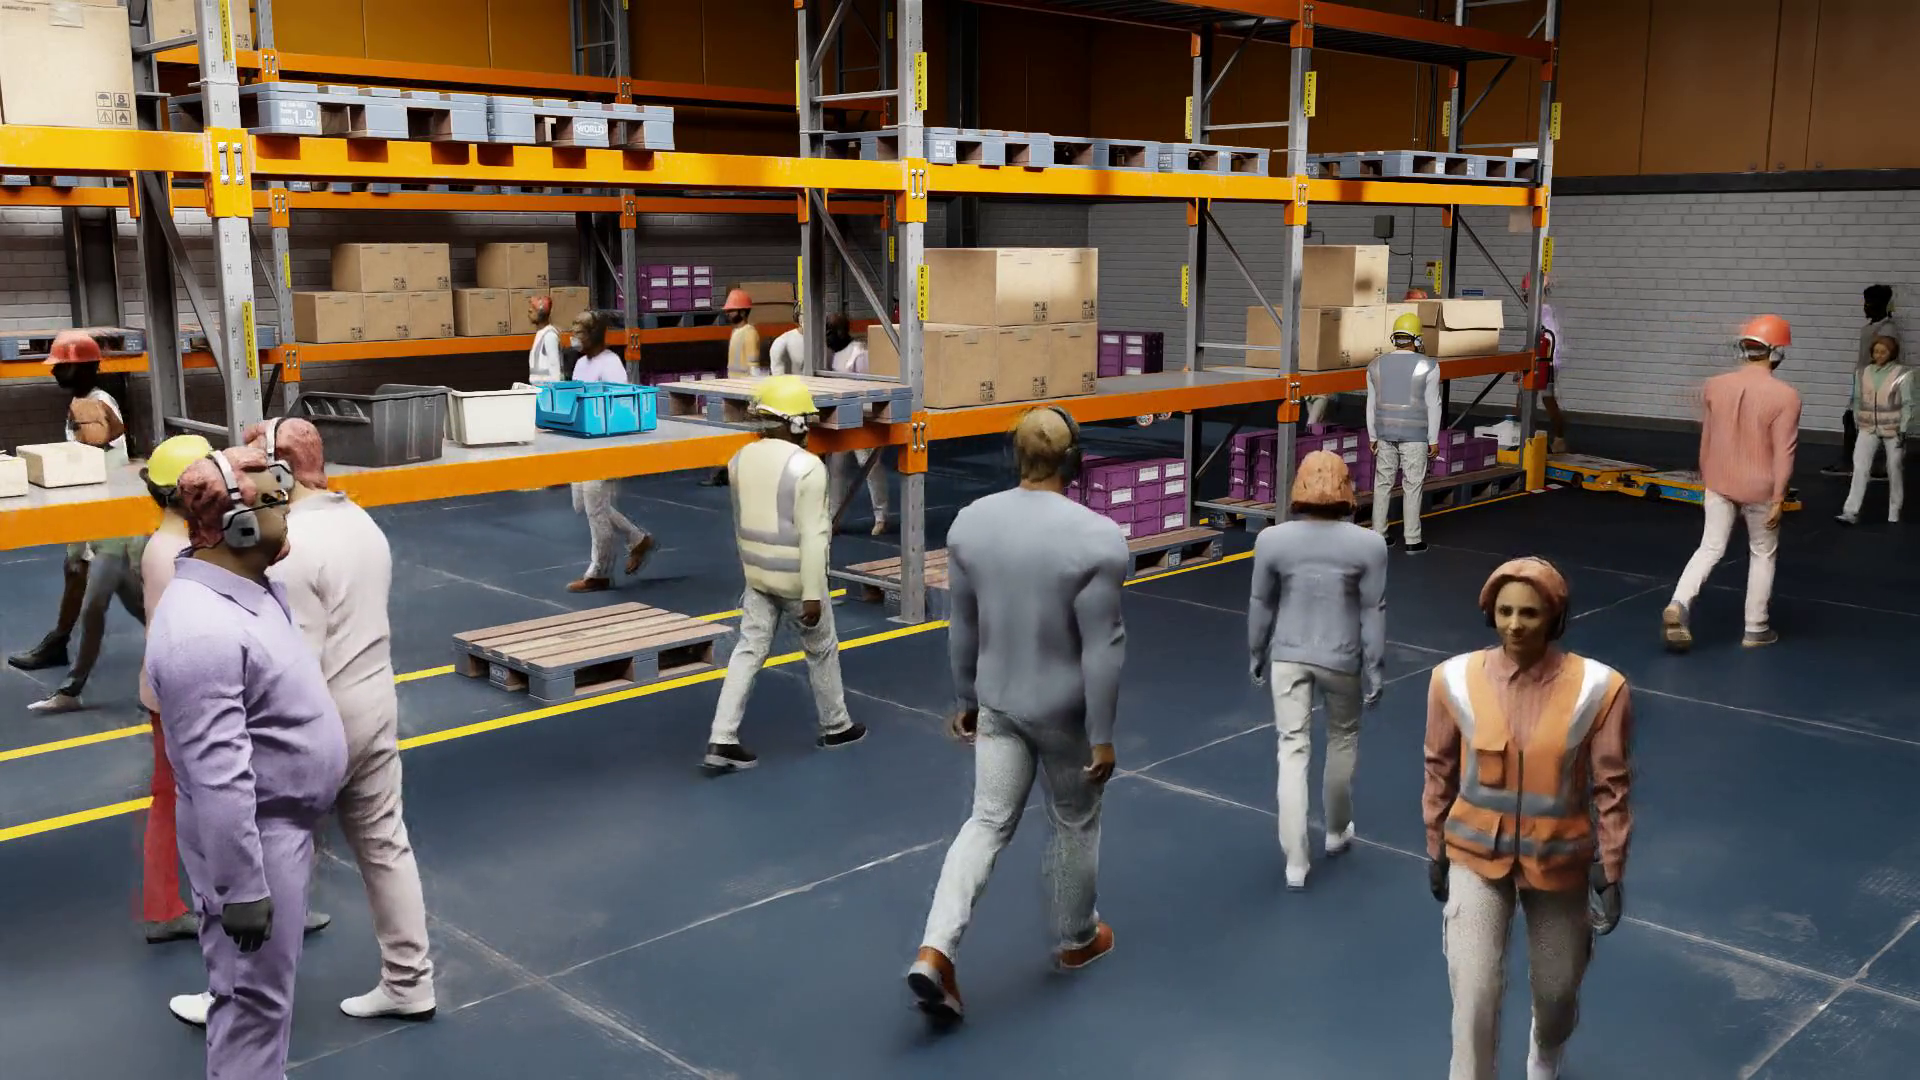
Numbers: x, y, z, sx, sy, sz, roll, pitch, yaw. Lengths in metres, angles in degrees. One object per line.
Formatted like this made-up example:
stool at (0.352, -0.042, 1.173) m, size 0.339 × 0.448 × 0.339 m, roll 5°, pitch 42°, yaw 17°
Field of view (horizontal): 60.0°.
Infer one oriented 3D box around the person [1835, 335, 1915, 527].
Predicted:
person at (7.631, -0.898, 13.769) m, size 0.895 × 1.581 × 0.528 m, roll -8°, pitch 13°, yaw -37°

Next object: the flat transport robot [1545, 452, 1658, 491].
flat transport robot at (6.045, -0.675, 16.155) m, size 0.652 × 0.197 × 1.431 m, roll -3°, pitch 11°, yaw -18°

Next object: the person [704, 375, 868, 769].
person at (-0.823, 0.146, 7.545) m, size 0.607 × 1.792 × 0.915 m, roll 8°, pitch 13°, yaw 38°

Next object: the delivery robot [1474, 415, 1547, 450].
delivery robot at (5.676, -1.052, 17.180) m, size 0.477 × 0.478 × 0.707 m, roll -8°, pitch 13°, yaw -37°

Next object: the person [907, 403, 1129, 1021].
person at (0.194, 0.529, 5.154) m, size 0.636 × 1.908 × 0.940 m, roll 7°, pitch 12°, yaw 32°

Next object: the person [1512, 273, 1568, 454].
person at (6.252, -1.930, 18.294) m, size 1.024 × 1.989 × 0.627 m, roll 4°, pitch 11°, yaw 19°

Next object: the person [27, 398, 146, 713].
person at (-4.393, 0.054, 8.588) m, size 0.871 × 1.587 × 0.519 m, roll -10°, pitch 14°, yaw -43°

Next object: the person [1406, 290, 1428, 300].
person at (4.598, -1.629, 17.073) m, size 0.497 × 1.851 × 0.612 m, roll -4°, pitch 11°, yaw -23°

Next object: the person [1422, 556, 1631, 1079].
person at (1.465, 0.818, 4.334) m, size 0.514 × 1.617 × 0.724 m, roll 4°, pitch 11°, yaw 22°

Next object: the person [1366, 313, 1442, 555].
person at (3.366, -0.803, 12.625) m, size 0.587 × 1.827 × 0.403 m, roll 9°, pitch 14°, yaw 40°

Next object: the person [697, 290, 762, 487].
person at (-2.046, -1.465, 16.053) m, size 0.977 × 1.902 × 0.556 m, roll -4°, pitch 11°, yaw -19°

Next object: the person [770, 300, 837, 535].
person at (-1.205, -0.966, 13.221) m, size 0.637 × 1.941 × 0.416 m, roll -8°, pitch 13°, yaw -39°

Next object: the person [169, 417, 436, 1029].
person at (-2.020, 0.564, 5.025) m, size 0.877 × 1.865 × 0.677 m, roll 1°, pitch 10°, yaw 6°

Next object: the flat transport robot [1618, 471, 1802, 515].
flat transport robot at (6.686, -0.441, 14.877) m, size 0.652 × 0.197 × 1.431 m, roll -5°, pitch 11°, yaw -25°

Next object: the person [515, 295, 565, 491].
person at (-3.823, -1.391, 15.744) m, size 0.803 × 1.858 × 0.580 m, roll -3°, pitch 11°, yaw -15°

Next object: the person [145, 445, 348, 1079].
person at (-1.690, 0.726, 4.035) m, size 0.410 × 1.913 × 0.651 m, roll -3°, pitch 11°, yaw -16°

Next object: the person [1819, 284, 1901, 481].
person at (8.887, -1.535, 16.314) m, size 0.810 × 1.927 × 0.611 m, roll 3°, pitch 11°, yaw 14°

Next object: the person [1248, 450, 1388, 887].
person at (1.357, 0.455, 6.315) m, size 0.519 × 1.600 × 0.751 m, roll 4°, pitch 11°, yaw 19°

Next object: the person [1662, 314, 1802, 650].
person at (4.464, -0.313, 9.569) m, size 0.880 × 1.966 × 0.614 m, roll -8°, pitch 13°, yaw -36°

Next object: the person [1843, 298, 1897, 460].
person at (9.847, -1.748, 17.961) m, size 0.347 × 1.761 × 0.526 m, roll 2°, pitch 11°, yaw 11°

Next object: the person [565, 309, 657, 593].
person at (-2.397, -0.603, 11.277) m, size 0.598 × 1.922 × 0.630 m, roll -7°, pitch 12°, yaw -33°

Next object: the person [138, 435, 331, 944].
person at (-2.478, 0.513, 5.629) m, size 0.711 × 1.741 × 0.547 m, roll -4°, pitch 11°, yaw -22°

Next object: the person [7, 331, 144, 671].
person at (-4.860, -0.245, 9.425) m, size 1.032 × 1.886 × 0.561 m, roll -7°, pitch 13°, yaw -35°

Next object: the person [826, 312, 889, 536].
person at (-0.890, -0.912, 13.332) m, size 0.686 × 1.804 × 0.634 m, roll -9°, pitch 14°, yaw -41°

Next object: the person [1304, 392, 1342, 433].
person at (3.650, -1.439, 16.689) m, size 0.833 × 1.598 × 0.523 m, roll -6°, pitch 12°, yaw -30°
